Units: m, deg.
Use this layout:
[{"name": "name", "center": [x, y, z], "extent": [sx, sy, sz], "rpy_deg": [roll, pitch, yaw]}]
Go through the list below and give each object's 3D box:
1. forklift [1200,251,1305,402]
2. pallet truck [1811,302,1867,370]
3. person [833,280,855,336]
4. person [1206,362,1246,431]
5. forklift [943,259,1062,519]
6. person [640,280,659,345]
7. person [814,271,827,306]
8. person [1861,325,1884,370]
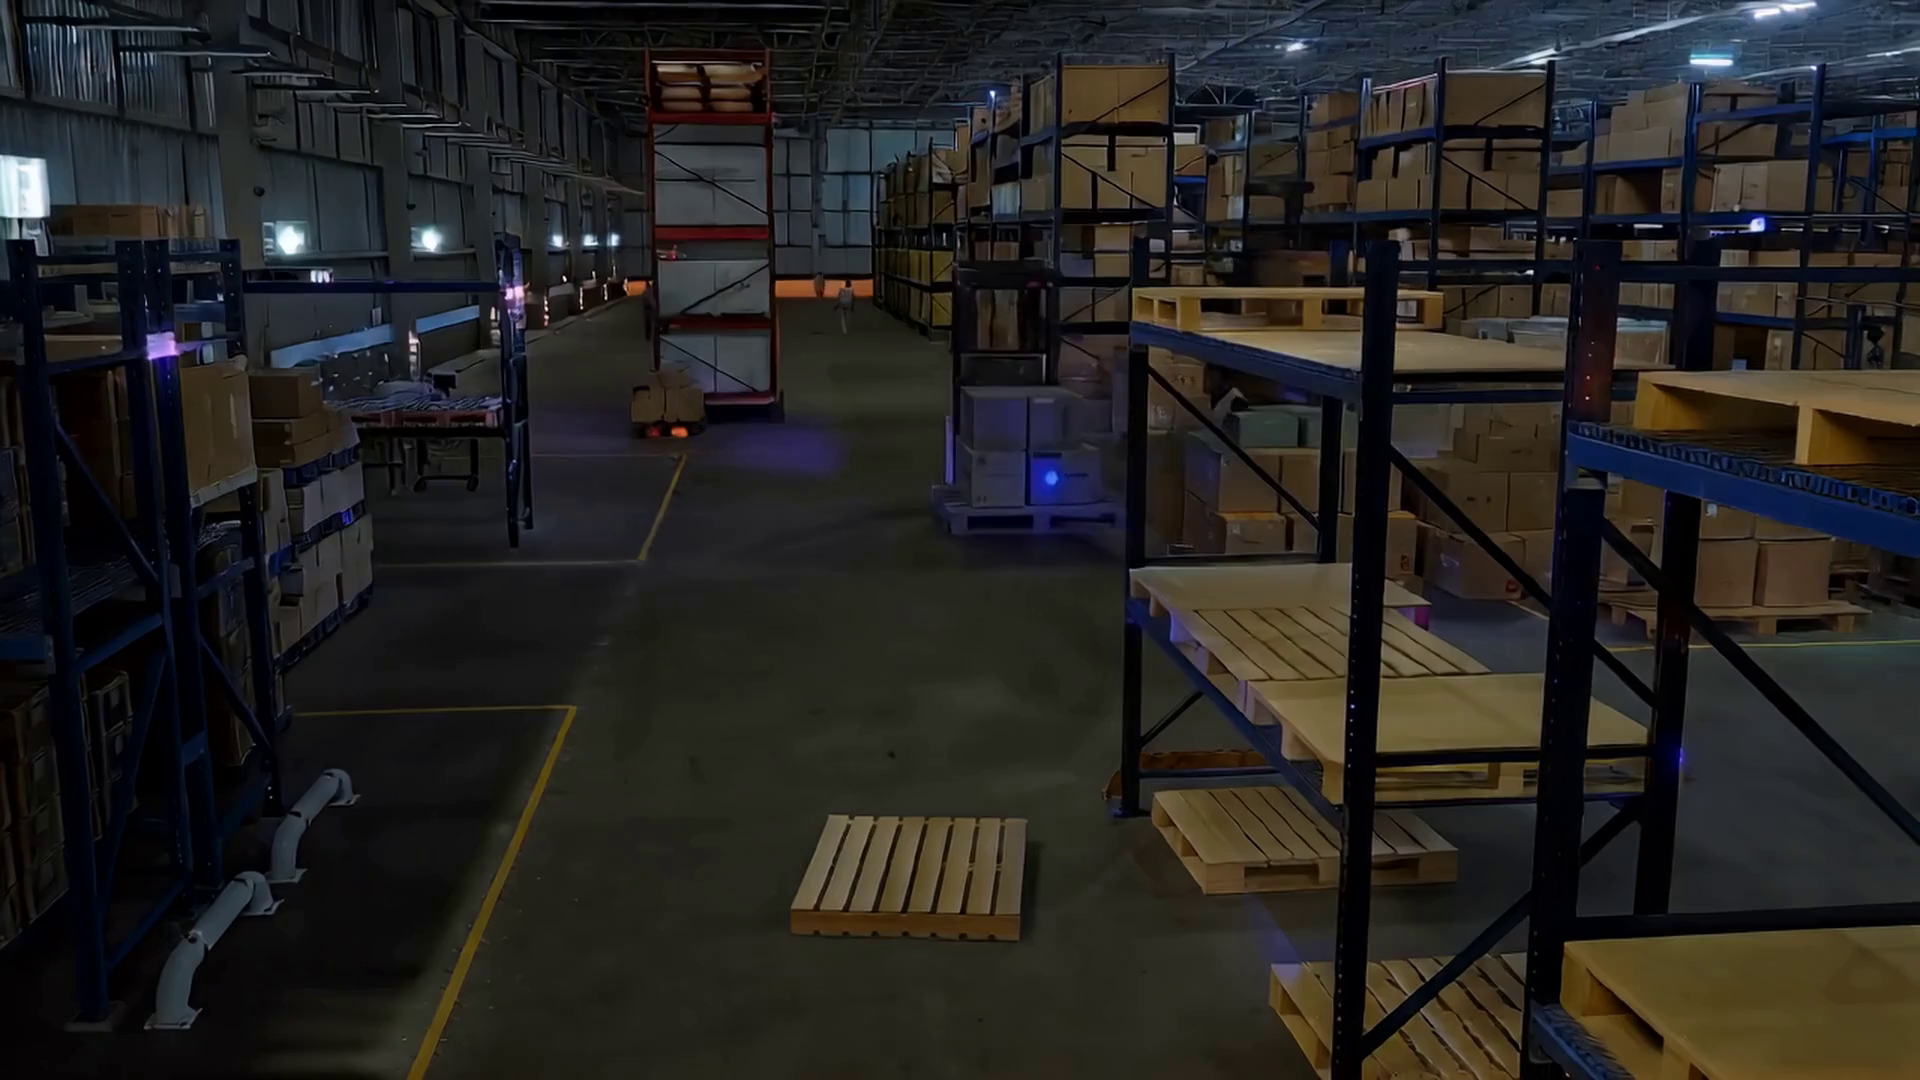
[{"name": "forklift", "center": [5.560, -4.119, 31.754], "extent": [1.129, 2.768, 1.873], "rpy_deg": [-6, 12, -31]}, {"name": "pallet truck", "center": [15.846, -3.142, 28.793], "extent": [1.885, 1.965, 0.823], "rpy_deg": [2, 10, 12]}, {"name": "person", "center": [-3.702, -7.413, 53.088], "extent": [0.663, 1.783, 0.923], "rpy_deg": [-4, 11, -20]}, {"name": "person", "center": [2.610, -0.852, 16.378], "extent": [0.485, 1.896, 0.610], "rpy_deg": [-5, 11, -24]}, {"name": "forklift", "center": [0.424, -1.699, 18.347], "extent": [1.129, 2.768, 1.873], "rpy_deg": [-1, 10, -6]}, {"name": "person", "center": [-8.982, -6.609, 48.325], "extent": [0.598, 1.878, 0.988], "rpy_deg": [-3, 11, -16]}, {"name": "person", "center": [-6.456, -11.624, 76.839], "extent": [0.757, 1.602, 0.545], "rpy_deg": [-10, 14, -43]}, {"name": "person", "center": [14.514, -2.576, 26.488], "extent": [0.316, 1.695, 0.542], "rpy_deg": [3, 11, 15]}]
